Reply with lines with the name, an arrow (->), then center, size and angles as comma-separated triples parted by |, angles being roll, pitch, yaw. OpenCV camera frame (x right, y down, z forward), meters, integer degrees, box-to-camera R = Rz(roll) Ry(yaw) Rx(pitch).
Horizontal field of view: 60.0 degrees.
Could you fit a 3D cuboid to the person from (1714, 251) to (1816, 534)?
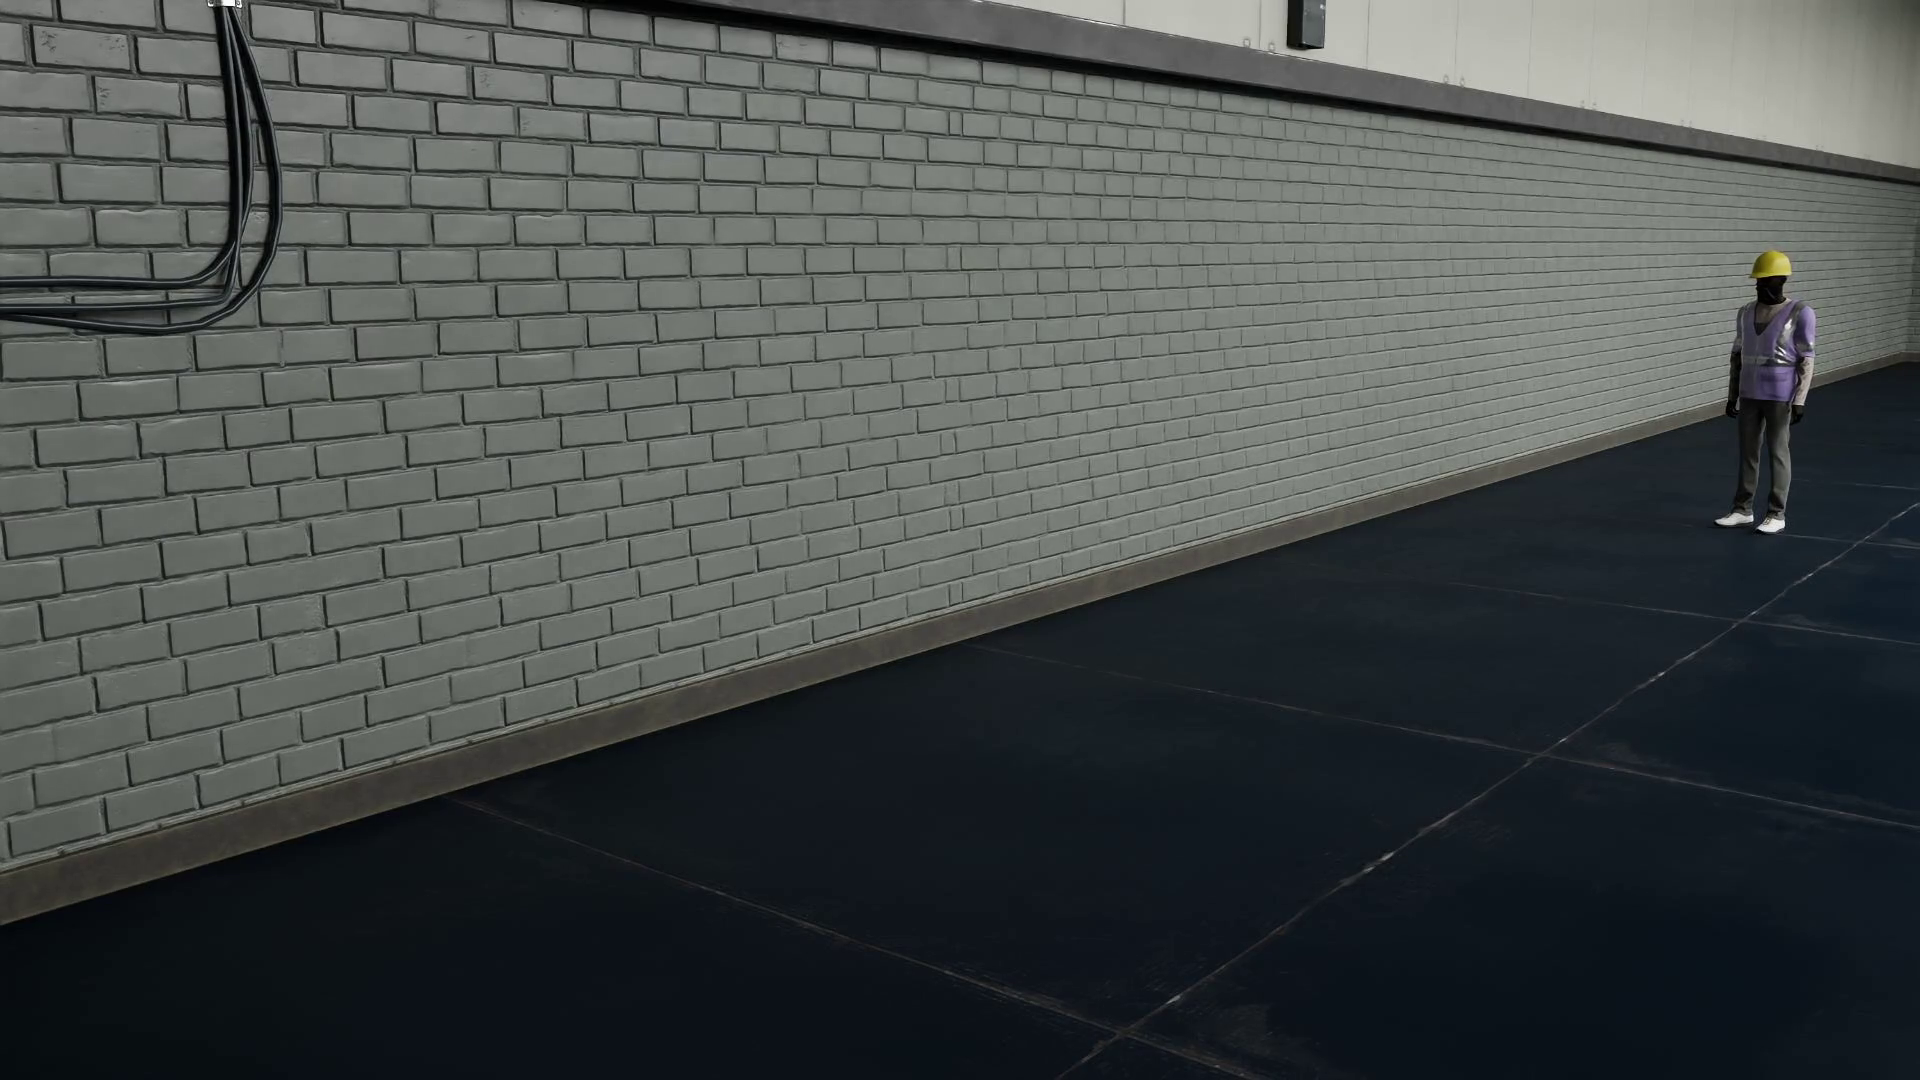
person -> 5.534, -1.012, 11.437 | 0.384, 1.925, 0.593 | -5, 12, -27
